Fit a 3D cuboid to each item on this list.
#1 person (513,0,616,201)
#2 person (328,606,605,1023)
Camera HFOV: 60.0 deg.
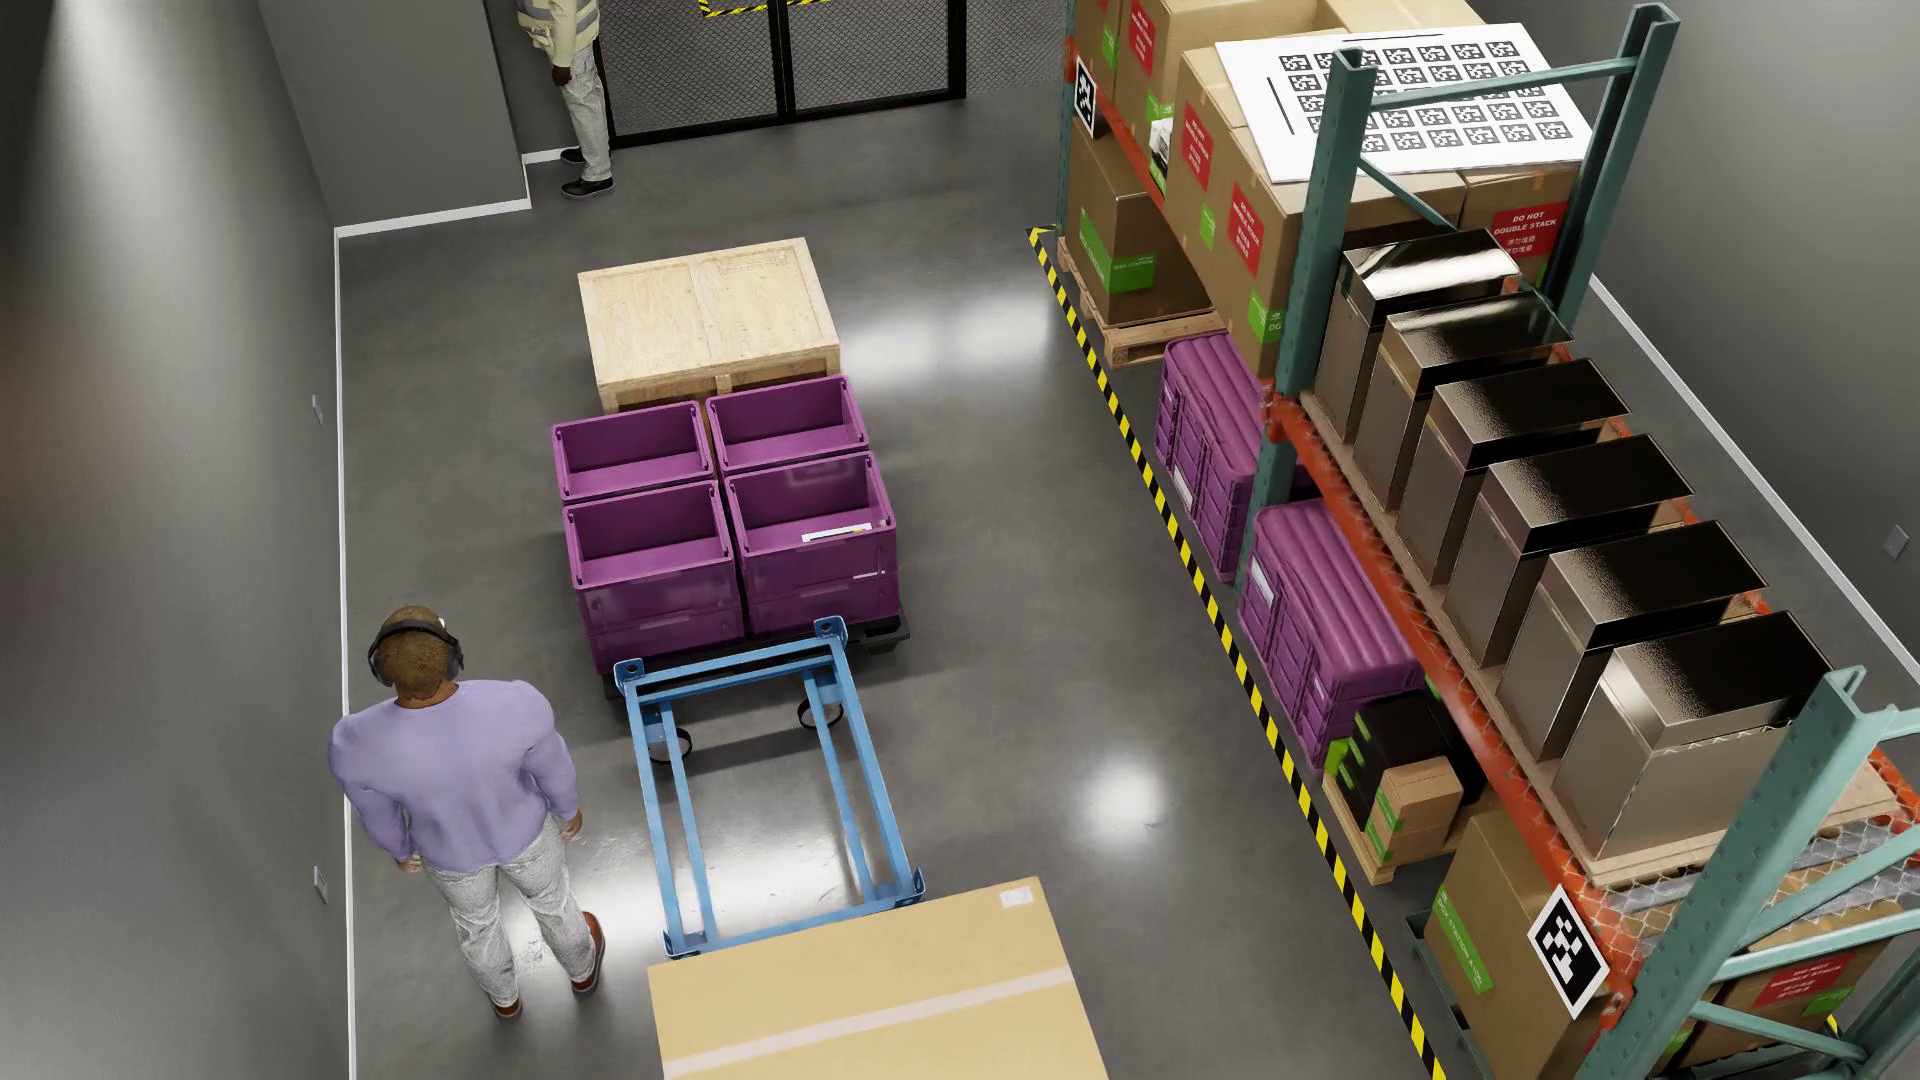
[{"bbox_3d":[-1.993,-2.561,8.309,0.403,1.834,0.588,-5,48,-5],"label":"person"},{"bbox_3d":[-1.462,0.874,5.084,0.630,1.940,0.372,-13,49,-12],"label":"person"}]
